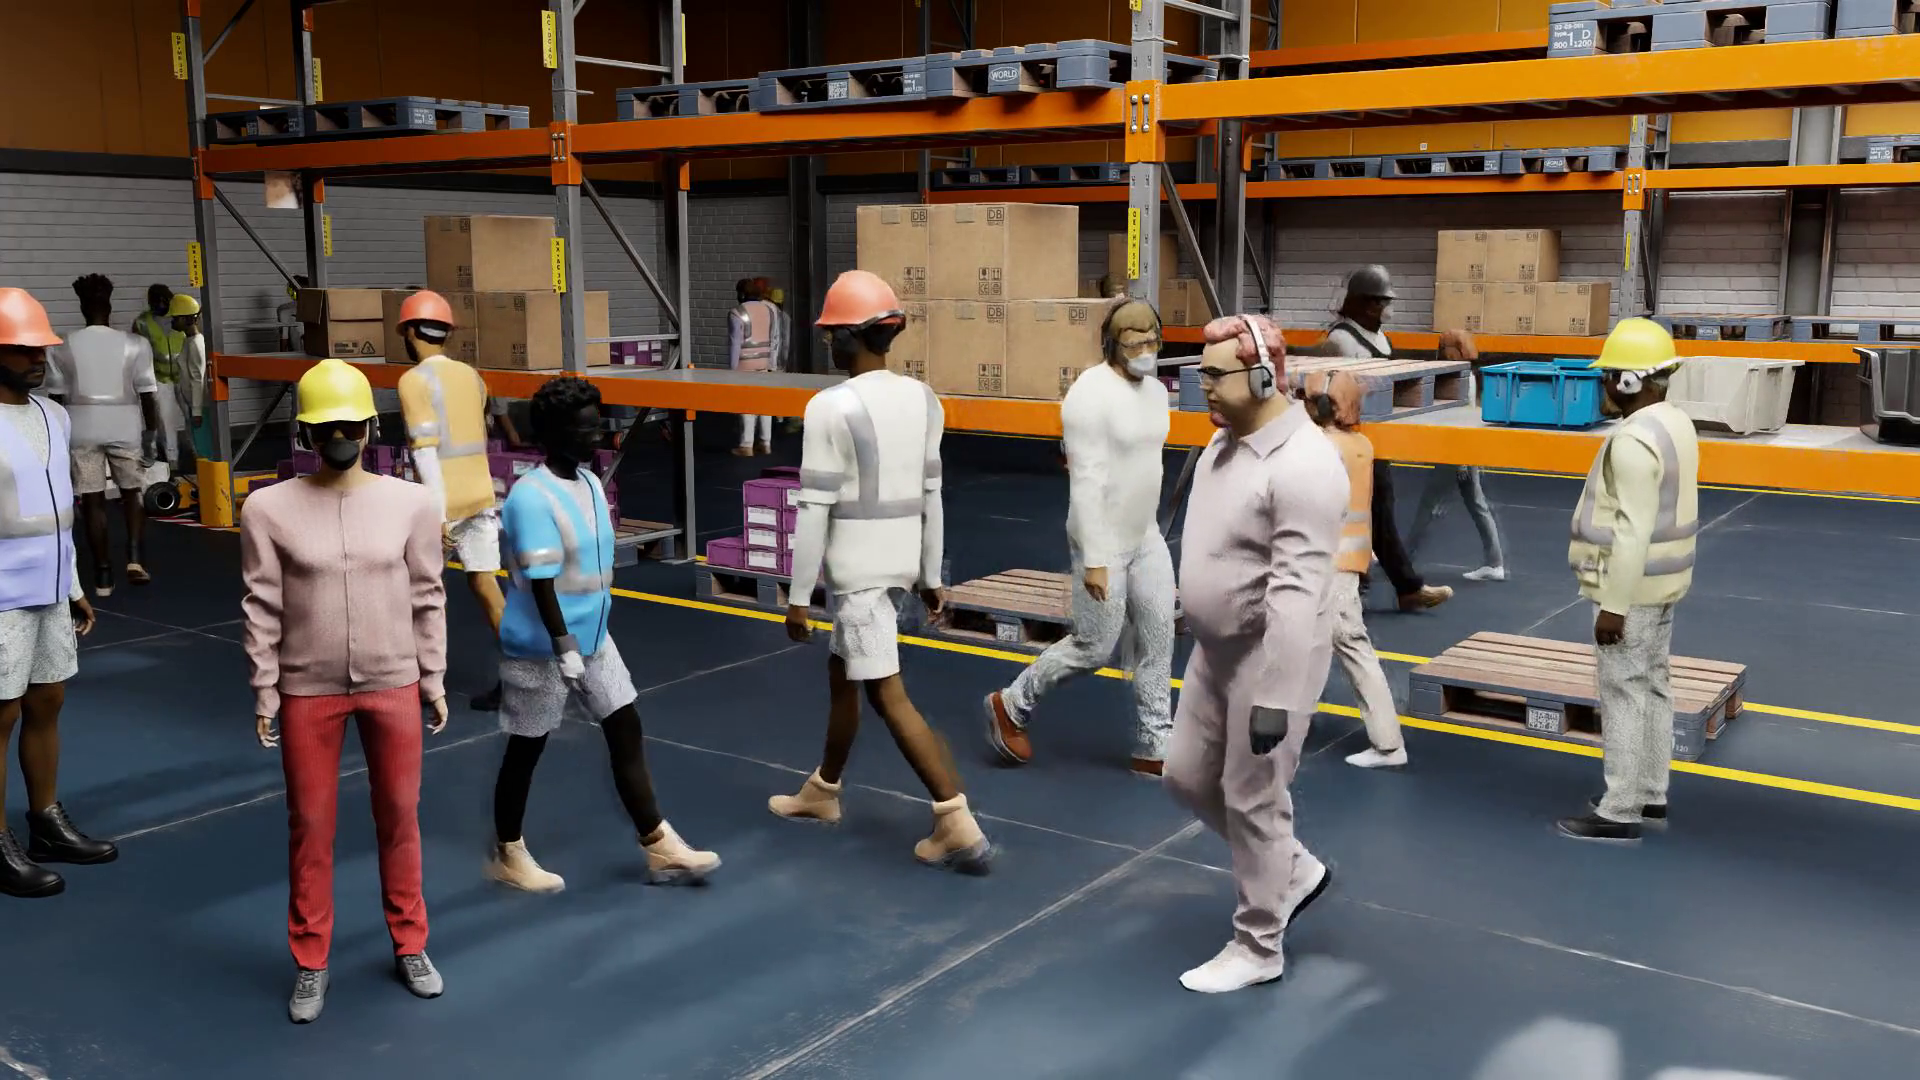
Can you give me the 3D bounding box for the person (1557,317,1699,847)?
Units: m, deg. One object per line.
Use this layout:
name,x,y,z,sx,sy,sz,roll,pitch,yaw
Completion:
person,2.327,0.148,5.786,0.403,1.831,0.600,7,12,36

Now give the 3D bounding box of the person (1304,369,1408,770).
person,1.462,0.110,6.703,0.853,1.588,0.533,6,11,33

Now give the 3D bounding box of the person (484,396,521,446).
person,-4.350,-1.477,14.995,0.984,1.992,0.636,-1,10,-3

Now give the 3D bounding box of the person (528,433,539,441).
person,-4.712,-2.047,18.803,0.389,1.847,0.563,-3,10,-17

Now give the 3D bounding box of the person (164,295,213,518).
person,-6.060,-1.055,13.178,0.348,1.761,0.531,-4,10,-24

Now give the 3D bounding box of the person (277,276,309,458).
person,-6.357,-1.617,16.206,0.329,1.862,0.512,8,13,41

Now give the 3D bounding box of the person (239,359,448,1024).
person,-1.638,0.399,4.480,0.523,1.769,0.309,-5,11,-26

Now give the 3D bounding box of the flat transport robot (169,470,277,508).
flat transport robot,-5.980,-0.447,13.964,1.431,0.197,0.652,-6,11,-31

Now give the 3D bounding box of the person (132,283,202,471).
person,-7.634,-1.576,16.118,0.645,1.815,0.597,-4,10,-22

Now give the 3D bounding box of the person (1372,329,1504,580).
person,3.075,-0.536,10.549,0.867,1.584,0.522,4,10,25

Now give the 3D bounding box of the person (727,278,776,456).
person,-2.198,-1.796,17.331,0.429,1.841,0.633,7,12,38

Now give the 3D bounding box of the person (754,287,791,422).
person,-2.390,-2.323,20.889,0.644,1.697,0.426,5,11,29

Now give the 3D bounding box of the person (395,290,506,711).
person,-2.305,-0.167,7.477,0.885,1.880,0.562,4,10,24

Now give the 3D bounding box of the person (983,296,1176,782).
person,0.522,0.014,6.390,0.822,1.905,0.638,7,12,38

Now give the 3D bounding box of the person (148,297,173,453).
person,-8.302,-1.723,17.215,0.534,1.725,0.791,0,10,2

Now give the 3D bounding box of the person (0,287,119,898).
person,-3.012,0.162,5.378,0.376,1.939,0.547,2,10,9

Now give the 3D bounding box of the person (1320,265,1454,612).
person,2.470,-0.608,9.663,0.956,2.000,0.698,5,11,27

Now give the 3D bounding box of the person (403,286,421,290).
person,-4.776,-1.401,15.121,0.352,1.804,0.697,3,10,19

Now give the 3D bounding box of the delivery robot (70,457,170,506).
delivery robot,-6.616,-0.485,13.067,0.477,0.478,0.707,7,12,38

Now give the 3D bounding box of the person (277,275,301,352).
person,-7.409,-2.047,18.744,0.533,1.868,0.310,-7,12,-35

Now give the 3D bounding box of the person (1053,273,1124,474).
person,1.275,-1.500,15.356,0.834,1.920,0.641,9,13,42

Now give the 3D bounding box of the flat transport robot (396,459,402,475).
flat transport robot,-4.884,-0.611,14.938,0.652,0.197,1.431,9,13,44

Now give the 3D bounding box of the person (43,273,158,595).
person,-5.217,-0.639,10.128,0.622,1.950,0.424,-5,11,-29

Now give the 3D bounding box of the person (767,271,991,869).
person,-0.280,0.098,5.623,1.025,2.002,0.627,7,12,35

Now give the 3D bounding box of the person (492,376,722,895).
person,-1.153,0.328,5.214,0.812,1.663,0.541,3,10,17

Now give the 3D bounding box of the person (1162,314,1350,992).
person,0.816,0.330,4.538,0.465,1.884,0.660,-3,10,-17

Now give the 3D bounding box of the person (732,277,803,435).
person,-2.238,-2.131,19.321,0.922,1.852,0.584,6,11,31

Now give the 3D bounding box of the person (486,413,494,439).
person,-5.124,-1.874,17.531,0.649,1.927,0.572,-3,10,-15
